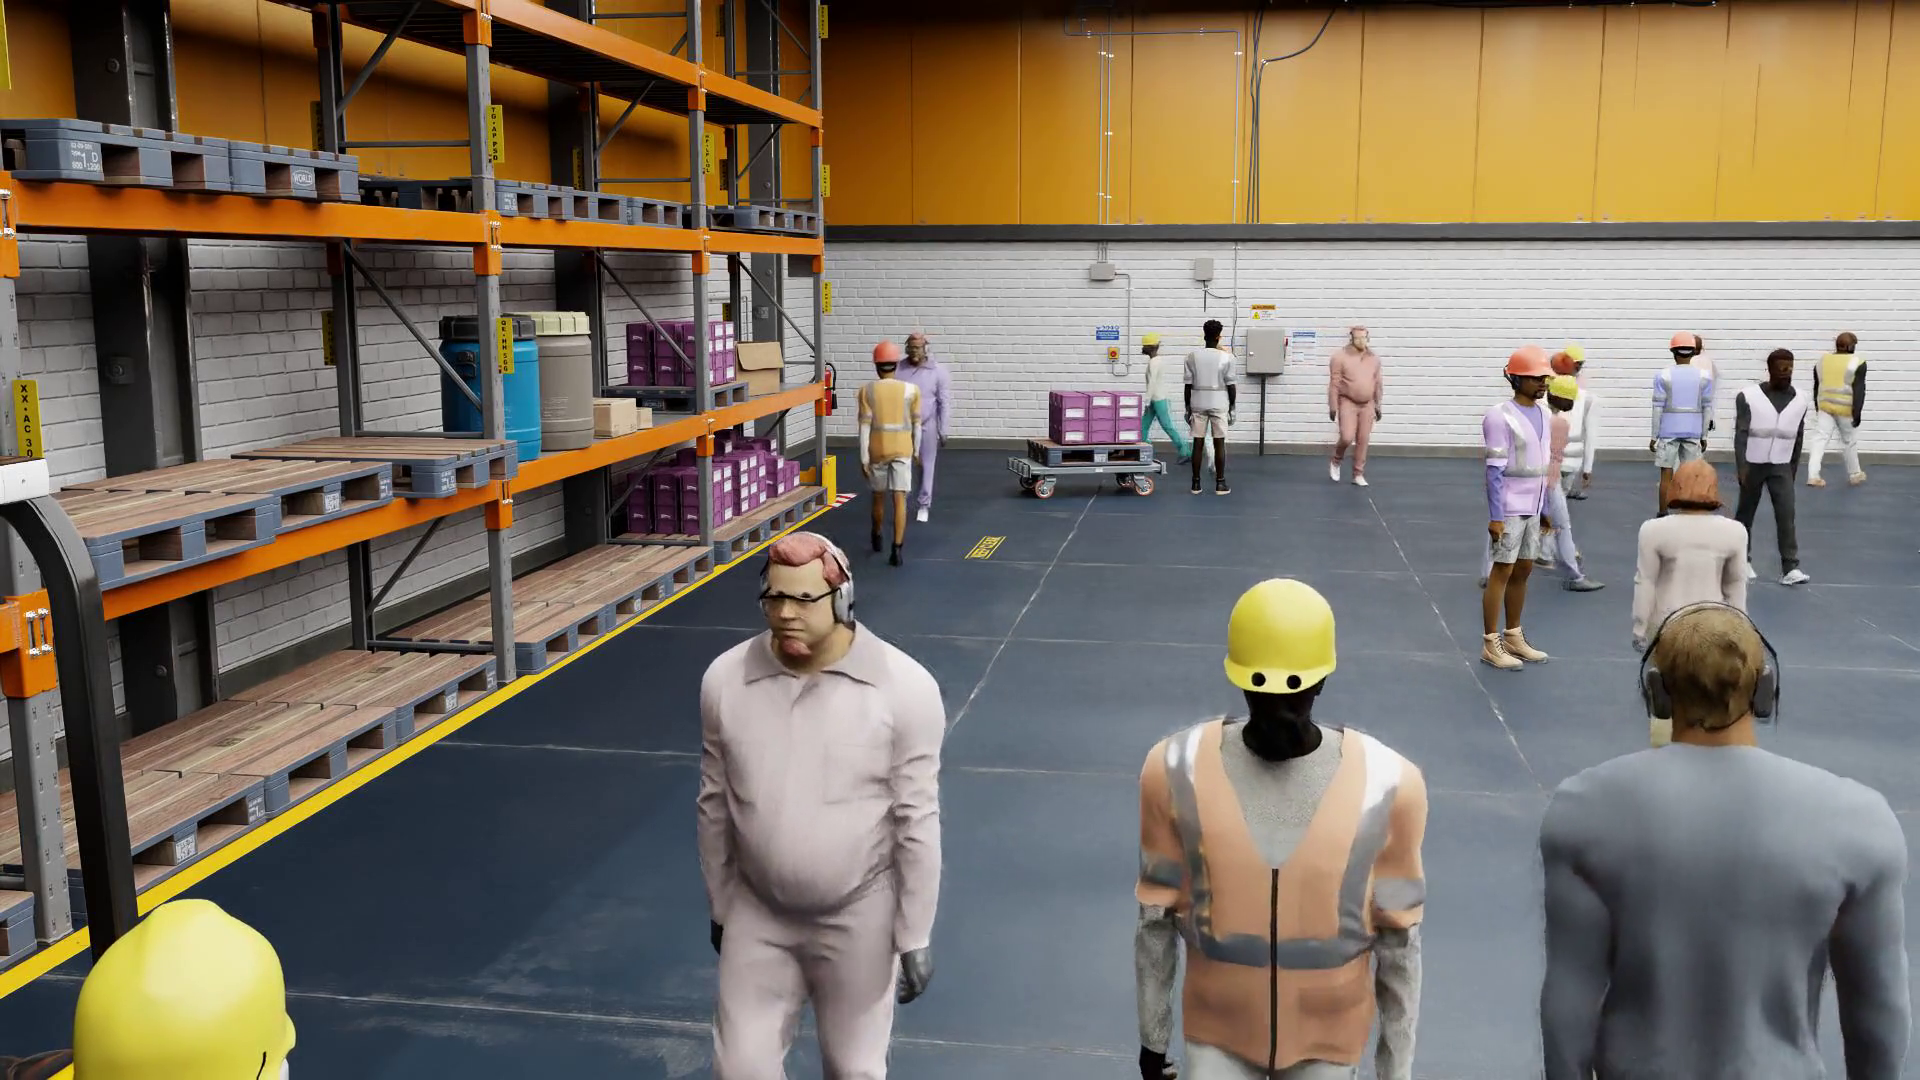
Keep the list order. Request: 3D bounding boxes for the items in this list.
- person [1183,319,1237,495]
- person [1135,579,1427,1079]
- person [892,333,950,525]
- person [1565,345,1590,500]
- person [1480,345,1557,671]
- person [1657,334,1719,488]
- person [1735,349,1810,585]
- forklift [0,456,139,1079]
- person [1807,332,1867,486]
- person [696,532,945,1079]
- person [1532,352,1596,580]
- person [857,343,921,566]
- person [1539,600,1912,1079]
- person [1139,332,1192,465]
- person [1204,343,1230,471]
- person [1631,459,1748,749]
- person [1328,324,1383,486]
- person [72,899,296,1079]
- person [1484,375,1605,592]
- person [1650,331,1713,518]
[{"bbox_3d":[2.802,-1.483,18.655,0.627,1.968,0.378,3,10,20],"label":"person"},{"bbox_3d":[0.651,1.009,3.453,0.586,1.911,0.436,2,9,12],"label":"person"},{"bbox_3d":[-0.432,-1.091,16.447,0.667,1.886,0.653,1,9,7],"label":"person"},{"bbox_3d":[6.555,-1.236,17.847,0.595,1.722,0.446,-5,11,-30],"label":"person"},{"bbox_3d":[3.548,-0.205,10.506,0.607,2.044,0.378,-8,12,-39],"label":"person"},{"bbox_3d":[8.176,-1.401,18.623,0.634,1.808,0.930,-3,10,-17],"label":"person"},{"bbox_3d":[6.488,-0.576,13.288,0.602,1.877,0.933,0,9,2],"label":"person"},{"bbox_3d":[-2.328,0.975,2.765,2.313,2.155,1.214,1,9,9],"label":"forklift"},{"bbox_3d":[10.254,-1.518,19.386,0.984,1.793,0.645,-6,11,-33],"label":"person"},{"bbox_3d":[-0.358,0.915,4.083,0.646,1.893,0.426,2,9,11],"label":"person"},{"bbox_3d":[4.928,-0.612,13.640,0.582,1.853,0.896,-1,9,-8],"label":"person"},{"bbox_3d":[-0.615,-0.764,14.435,0.562,1.874,1.029,-1,9,-6],"label":"person"},{"bbox_3d":[1.374,1.072,3.098,0.644,1.901,0.965,6,11,32],"label":"person"},{"bbox_3d":[2.574,-1.805,21.401,0.906,1.730,0.531,1,9,7],"label":"person"},{"bbox_3d":[3.154,-1.633,20.617,0.518,1.620,0.618,-2,9,-12],"label":"person"},{"bbox_3d":[3.477,0.426,7.933,0.504,1.620,0.550,1,9,9],"label":"person"},{"bbox_3d":[4.609,-1.567,19.372,0.656,1.890,0.442,-2,10,-14],"label":"person"},{"bbox_3d":[-0.825,1.297,1.888,0.600,1.831,0.404,-4,10,-24],"label":"person"},{"bbox_3d":[4.545,-0.439,13.003,0.844,1.700,0.584,-2,10,-15],"label":"person"},{"bbox_3d":[6.864,-1.021,15.881,0.543,1.932,0.365,2,9,9],"label":"person"}]
